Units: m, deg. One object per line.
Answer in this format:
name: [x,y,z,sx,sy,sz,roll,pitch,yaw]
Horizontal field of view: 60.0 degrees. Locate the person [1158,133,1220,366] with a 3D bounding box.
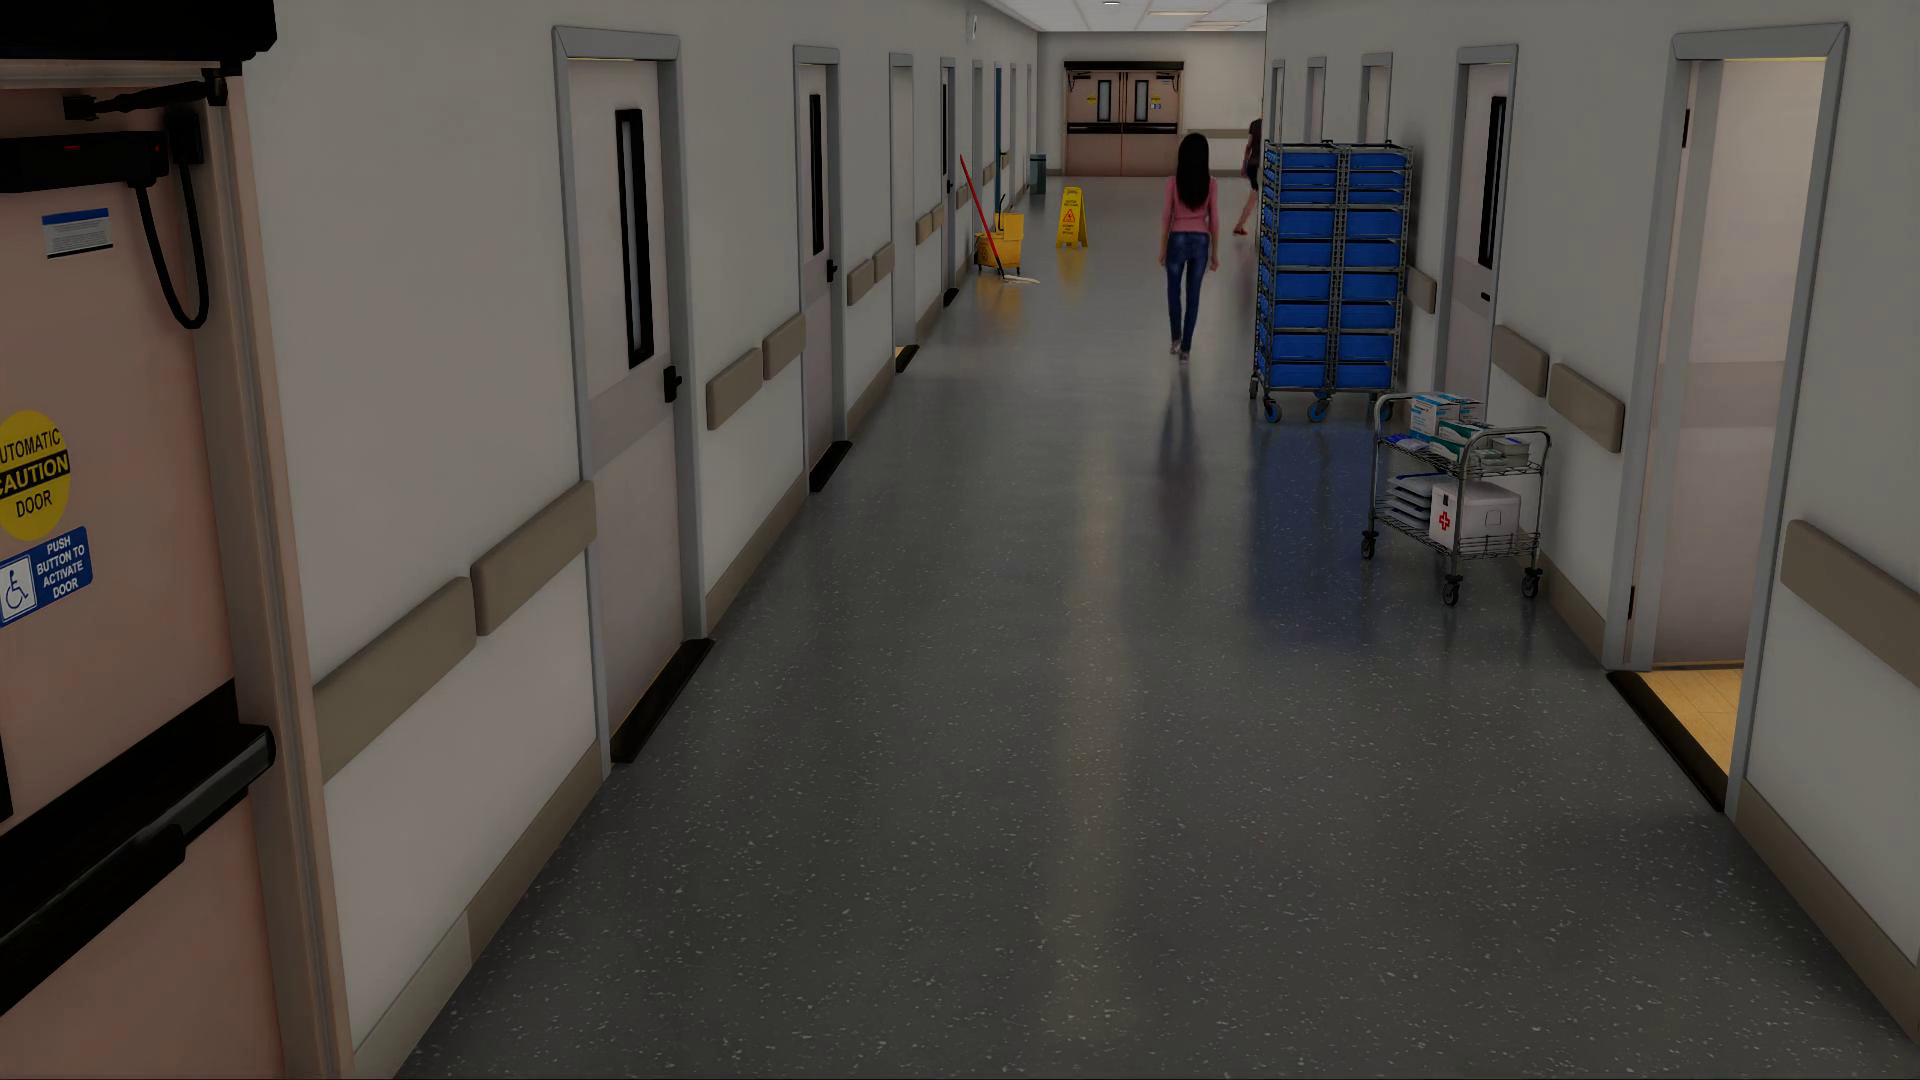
person: [1.731,-2.203,12.653,0.618,1.733,0.620,2,16,7]
